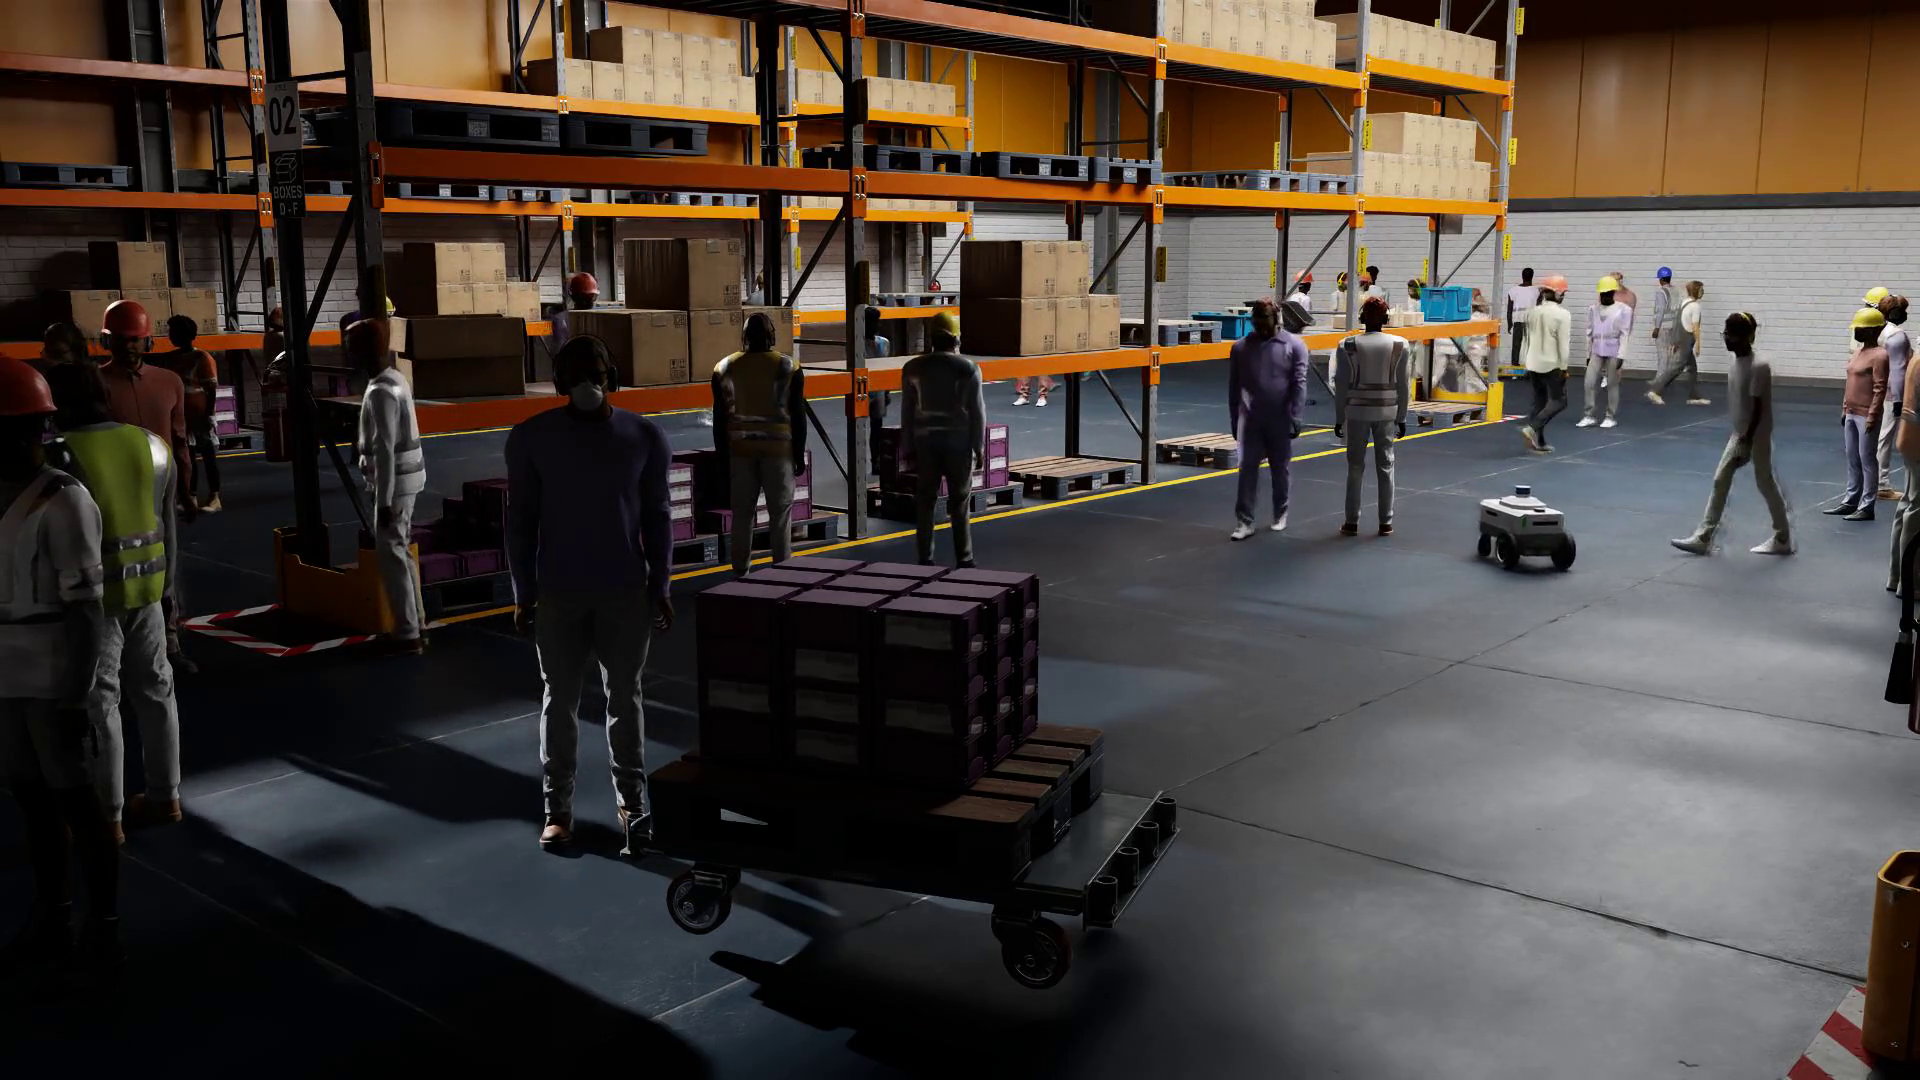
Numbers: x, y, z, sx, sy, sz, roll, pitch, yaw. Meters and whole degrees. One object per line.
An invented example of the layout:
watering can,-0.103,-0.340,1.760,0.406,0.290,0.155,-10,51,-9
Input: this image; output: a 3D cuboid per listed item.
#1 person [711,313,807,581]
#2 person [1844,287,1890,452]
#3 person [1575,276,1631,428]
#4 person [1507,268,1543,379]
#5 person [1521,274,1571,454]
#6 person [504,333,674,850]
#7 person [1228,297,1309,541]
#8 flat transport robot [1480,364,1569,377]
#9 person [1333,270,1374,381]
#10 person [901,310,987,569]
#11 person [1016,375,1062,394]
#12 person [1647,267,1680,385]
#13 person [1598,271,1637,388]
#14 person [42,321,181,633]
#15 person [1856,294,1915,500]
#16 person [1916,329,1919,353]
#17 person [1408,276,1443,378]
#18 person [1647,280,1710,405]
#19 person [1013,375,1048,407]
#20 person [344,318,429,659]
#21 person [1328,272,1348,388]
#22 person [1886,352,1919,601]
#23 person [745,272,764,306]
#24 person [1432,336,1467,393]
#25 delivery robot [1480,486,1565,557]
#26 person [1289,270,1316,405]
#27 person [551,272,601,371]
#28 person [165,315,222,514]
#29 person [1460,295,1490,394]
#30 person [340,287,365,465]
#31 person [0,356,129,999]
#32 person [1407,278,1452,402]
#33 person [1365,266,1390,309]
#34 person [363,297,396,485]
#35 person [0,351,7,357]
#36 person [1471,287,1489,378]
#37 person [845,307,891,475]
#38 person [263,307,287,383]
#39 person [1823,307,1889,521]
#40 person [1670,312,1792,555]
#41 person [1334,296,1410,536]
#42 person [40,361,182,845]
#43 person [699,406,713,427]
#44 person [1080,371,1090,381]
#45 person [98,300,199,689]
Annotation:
person,-1.311,-0.571,10.958,0.625,1.836,0.428,1,10,7
person,9.961,-1.847,18.215,0.404,1.830,0.599,2,10,13
person,8.030,-2.327,20.766,0.725,1.896,0.611,-8,13,-40
person,9.714,-3.720,28.638,0.590,1.919,0.395,6,12,30
person,6.356,-1.897,18.098,0.568,1.976,0.624,-5,11,-25
person,-1.385,0.195,6.288,0.627,1.941,0.371,-3,10,-16
person,2.401,-0.964,13.054,0.645,1.876,0.859,4,11,21
flat transport robot,9.810,-2.954,28.965,1.431,0.197,0.652,2,10,11
person,6.131,-3.198,25.663,0.775,1.919,0.556,-3,10,-15
person,-0.104,-0.675,11.551,0.599,1.827,0.404,2,10,13
person,1.234,-3.107,25.706,0.920,1.712,0.550,-6,11,-30
person,11.645,-3.536,27.518,0.605,1.944,0.402,-9,13,-42
person,10.372,-3.317,26.408,0.648,1.895,0.408,10,14,44
person,-4.724,-0.265,9.135,0.645,1.882,1.062,3,10,16
person,8.333,-1.287,15.001,0.430,1.845,0.619,0,10,1
person,10.247,-1.781,17.242,0.615,2.040,0.391,7,12,33
person,7.069,-3.092,25.096,0.651,1.906,0.403,0,10,-2
person,10.361,-2.824,23.880,0.931,1.811,0.520,0,10,-1
person,1.045,-2.854,23.739,0.643,1.910,0.400,6,12,33
person,-3.150,-0.282,9.181,0.383,1.873,0.594,-2,10,-13
person,6.167,-3.399,26.966,0.328,1.865,0.520,5,11,26
person,6.242,-0.569,10.697,0.381,1.917,0.585,4,11,19
person,-2.664,-2.703,22.788,0.630,1.940,0.372,9,13,40
person,6.901,-2.650,23.425,0.825,1.605,0.515,-5,11,-26
delivery robot,4.015,-0.145,11.895,0.477,0.478,0.707,-1,10,-8
person,4.943,-2.918,24.001,0.349,1.940,0.551,-3,10,-16
person,-3.546,-1.497,15.660,0.619,2.027,0.488,-9,13,-42
person,-6.527,-1.063,14.141,0.536,1.695,0.322,4,11,22
person,7.109,-2.537,22.741,0.622,1.616,0.521,9,14,43
person,-6.172,-1.743,17.384,0.549,1.926,0.425,2,10,9
person,-2.809,0.415,5.039,0.544,1.939,0.354,6,12,30
person,6.646,-2.819,23.763,0.758,1.837,0.537,2,10,11
person,6.775,-3.542,27.481,0.611,1.966,0.361,1,10,6
person,-5.425,-1.405,15.705,0.603,1.828,0.404,7,12,33
person,-6.481,-0.469,11.024,0.755,1.601,0.520,-5,11,-26
person,8.521,-3.373,27.560,0.517,1.612,0.779,-1,10,-4
person,-0.899,-1.454,16.403,0.534,1.690,0.322,-7,12,-36
person,-7.297,-1.688,17.899,0.501,1.626,0.278,7,12,33
person,7.495,-1.044,13.834,0.308,1.769,0.525,0,10,2
person,5.701,-0.752,12.099,1.012,1.791,0.523,-1,10,-6
person,3.220,-0.961,13.034,0.575,1.882,0.355,1,10,6
person,-3.268,0.240,6.328,0.430,1.838,0.619,5,11,25
person,-3.062,-2.218,20.950,0.454,1.605,0.517,5,11,25
person,2.020,-3.578,28.262,0.326,1.766,0.533,-9,13,-41
person,-4.259,-0.241,8.617,0.392,1.990,0.614,7,12,37
